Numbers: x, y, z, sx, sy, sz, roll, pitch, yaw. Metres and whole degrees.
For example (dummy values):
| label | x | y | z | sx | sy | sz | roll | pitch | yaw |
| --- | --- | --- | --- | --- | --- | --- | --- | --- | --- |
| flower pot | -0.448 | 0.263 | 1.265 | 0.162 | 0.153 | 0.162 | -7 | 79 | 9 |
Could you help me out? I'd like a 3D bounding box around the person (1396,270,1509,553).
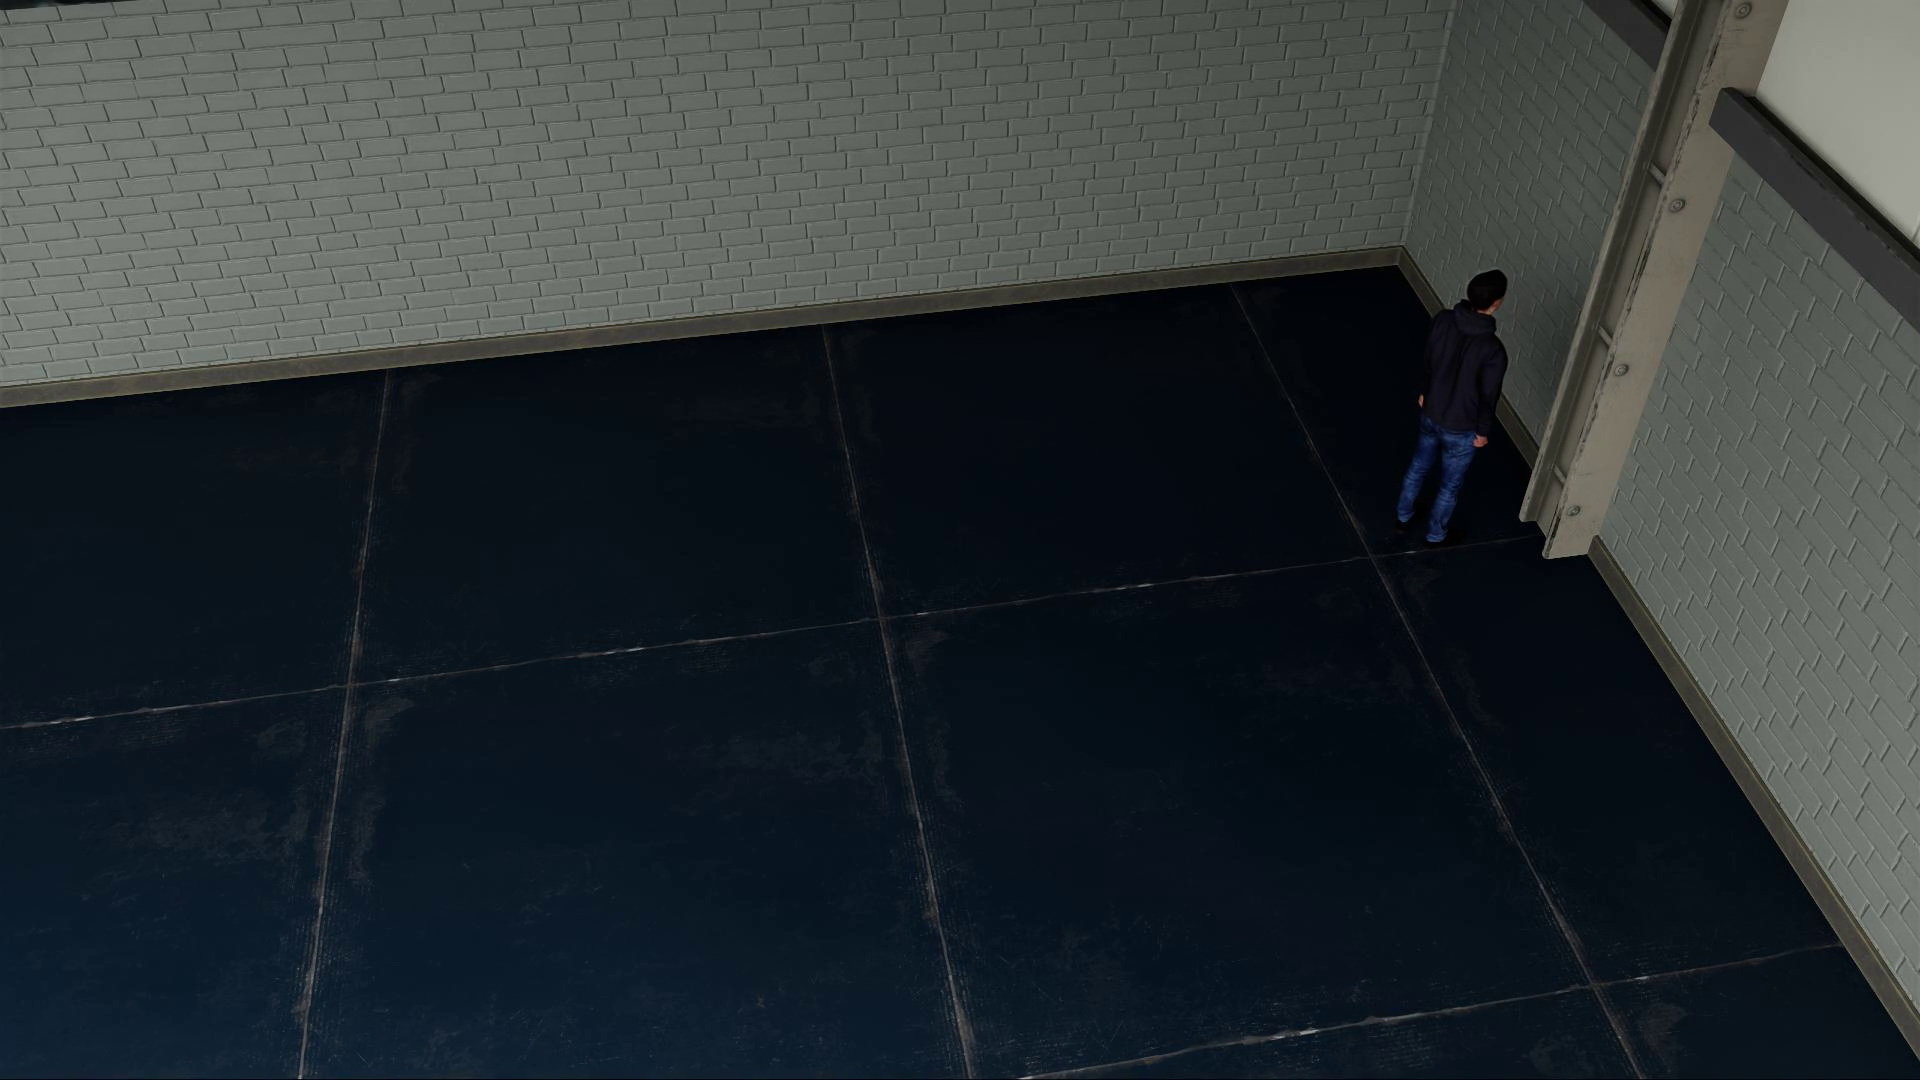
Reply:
| label | x | y | z | sx | sy | sz | roll | pitch | yaw |
| --- | --- | --- | --- | --- | --- | --- | --- | --- | --- |
| person | 2.823 | -0.727 | 9.557 | 0.816 | 1.894 | 0.677 | -27 | 49 | -26 |
